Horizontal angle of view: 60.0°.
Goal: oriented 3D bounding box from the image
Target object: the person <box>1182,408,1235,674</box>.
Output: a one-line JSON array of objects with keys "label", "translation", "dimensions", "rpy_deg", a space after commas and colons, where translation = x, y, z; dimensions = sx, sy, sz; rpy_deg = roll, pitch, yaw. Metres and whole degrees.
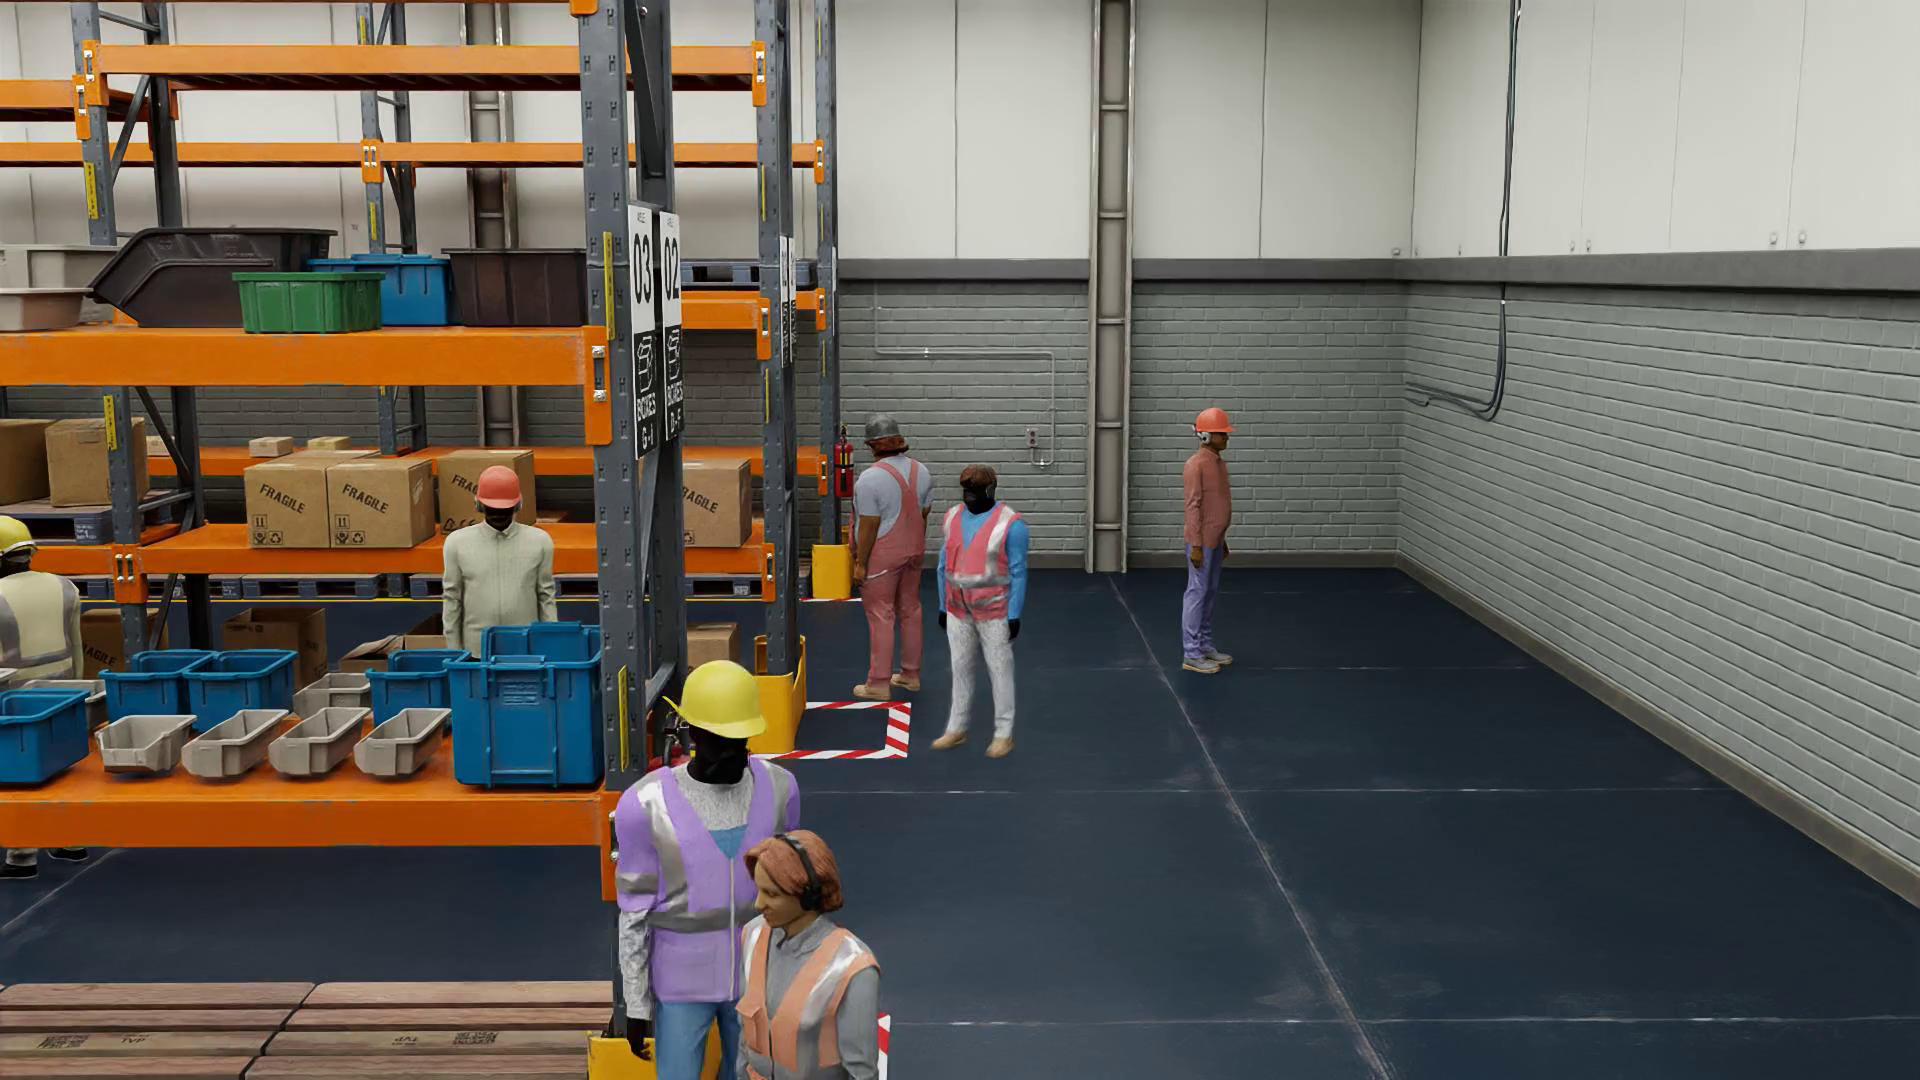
[{"label": "person", "translation": [1.881, -0.005, 12.598], "dimensions": [0.377, 1.995, 0.608], "rpy_deg": [5, 10, 28]}]

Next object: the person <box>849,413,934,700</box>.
[{"label": "person", "translation": [-0.543, 0.102, 11.800], "dimensions": [0.535, 2.000, 0.674], "rpy_deg": [8, 12, 41]}]

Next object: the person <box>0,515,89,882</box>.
[{"label": "person", "translation": [-4.660, 0.784, 8.297], "dimensions": [0.404, 1.825, 0.595], "rpy_deg": [4, 10, 25]}]

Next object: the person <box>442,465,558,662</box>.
[{"label": "person", "translation": [-2.492, 0.577, 9.053], "dimensions": [0.610, 1.986, 0.393], "rpy_deg": [-4, 10, -22]}]

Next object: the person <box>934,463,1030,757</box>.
[{"label": "person", "translation": [0.118, 0.432, 10.398], "dimensions": [0.632, 1.840, 0.429], "rpy_deg": [6, 11, 33]}]

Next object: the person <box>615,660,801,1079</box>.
[{"label": "person", "translation": [-0.712, 1.288, 4.927], "dimensions": [0.592, 1.916, 0.400], "rpy_deg": [-6, 11, -31]}]

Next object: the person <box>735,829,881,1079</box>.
[{"label": "person", "translation": [-0.387, 1.531, 4.300], "dimensions": [0.525, 1.631, 0.314], "rpy_deg": [9, 13, 44]}]
